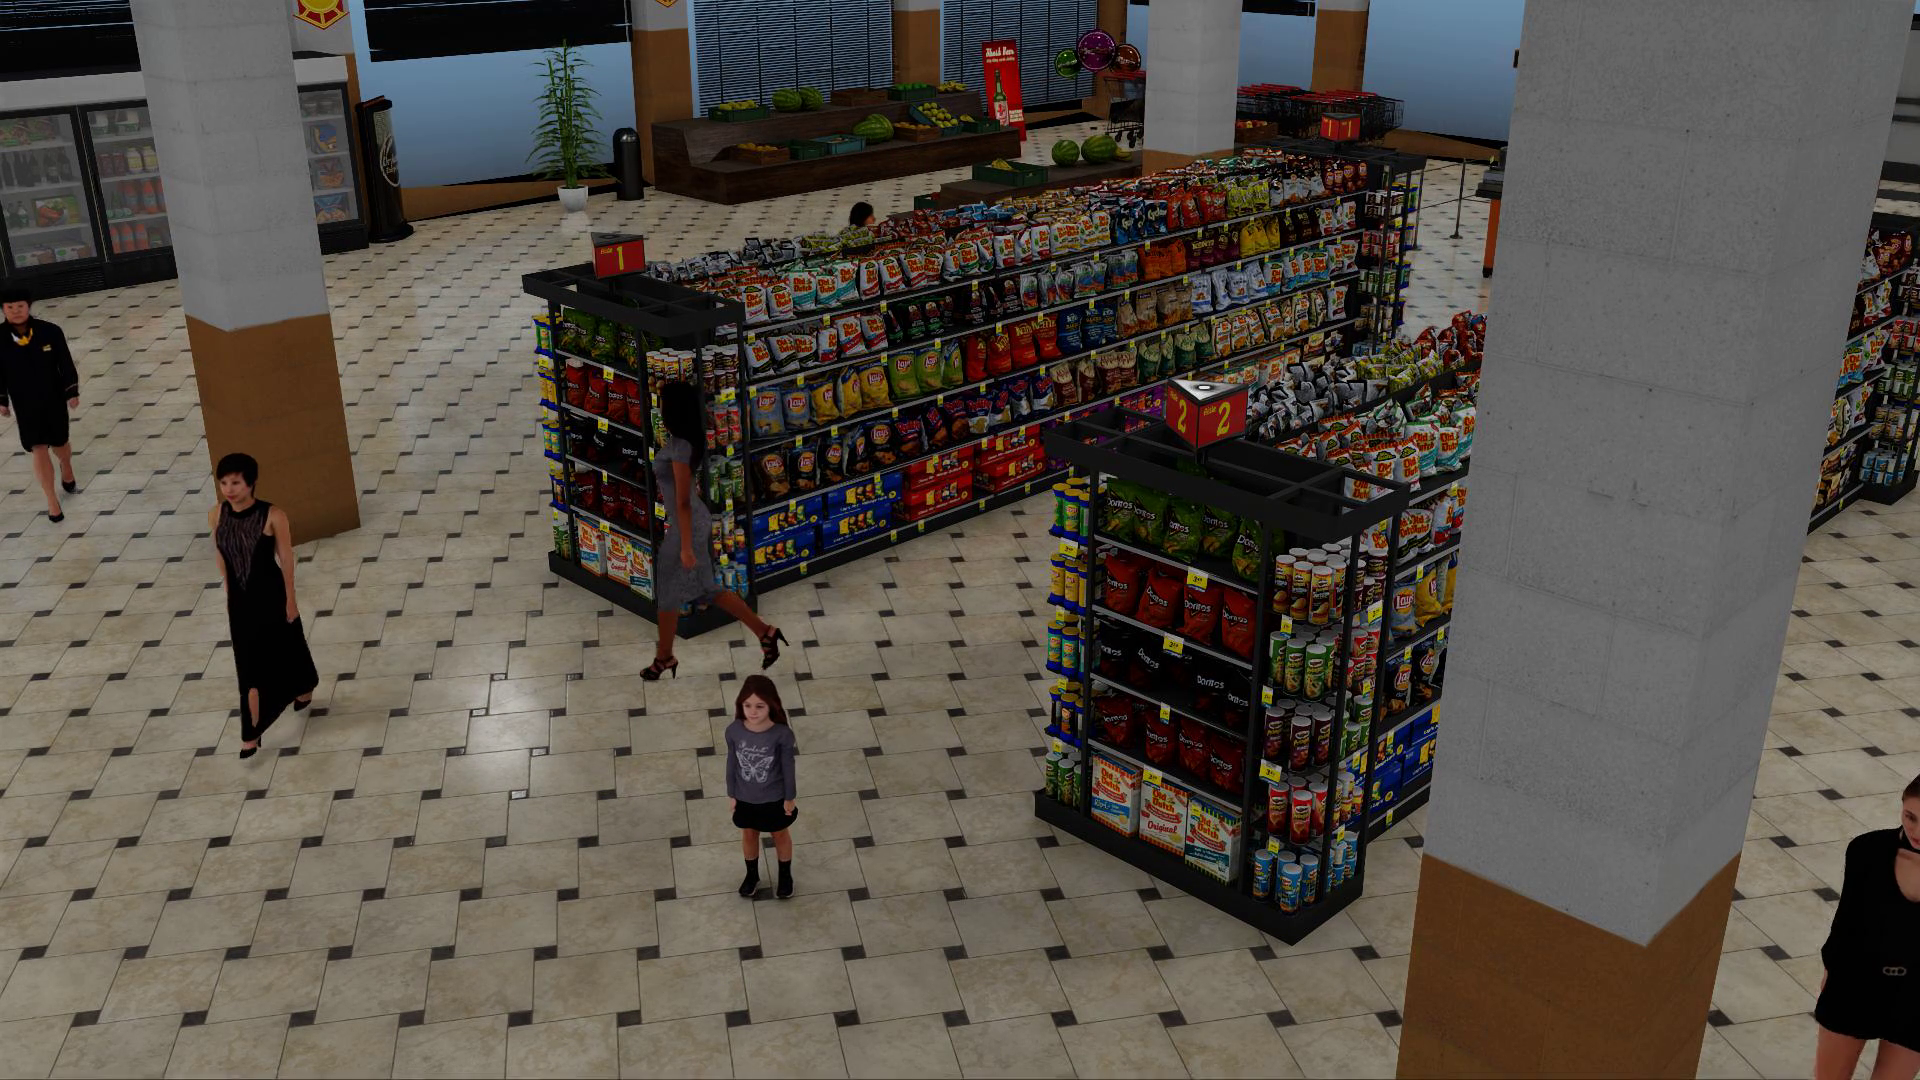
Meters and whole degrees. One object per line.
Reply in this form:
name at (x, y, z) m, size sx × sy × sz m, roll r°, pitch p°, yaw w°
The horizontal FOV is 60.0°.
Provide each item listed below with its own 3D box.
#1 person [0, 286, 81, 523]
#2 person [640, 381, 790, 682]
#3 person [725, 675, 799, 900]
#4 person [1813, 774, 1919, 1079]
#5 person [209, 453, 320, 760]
person at (-6.558, -0.995, 11.876) m, size 1.113 × 1.641 × 0.984 m, roll -11°, pitch 24°, yaw -25°
person at (-1.405, -0.001, 9.261) m, size 1.113 × 1.746 × 1.074 m, roll 0°, pitch 22°, yaw 0°
person at (-0.878, 1.090, 7.406) m, size 0.534 × 1.105 × 0.576 m, roll 3°, pitch 22°, yaw 8°
person at (3.080, 1.496, 5.527) m, size 0.718 × 1.751 × 0.848 m, roll 10°, pitch 24°, yaw 24°
person at (-3.641, 0.291, 8.785) m, size 1.012 × 1.560 × 1.079 m, roll 1°, pitch 22°, yaw 2°
